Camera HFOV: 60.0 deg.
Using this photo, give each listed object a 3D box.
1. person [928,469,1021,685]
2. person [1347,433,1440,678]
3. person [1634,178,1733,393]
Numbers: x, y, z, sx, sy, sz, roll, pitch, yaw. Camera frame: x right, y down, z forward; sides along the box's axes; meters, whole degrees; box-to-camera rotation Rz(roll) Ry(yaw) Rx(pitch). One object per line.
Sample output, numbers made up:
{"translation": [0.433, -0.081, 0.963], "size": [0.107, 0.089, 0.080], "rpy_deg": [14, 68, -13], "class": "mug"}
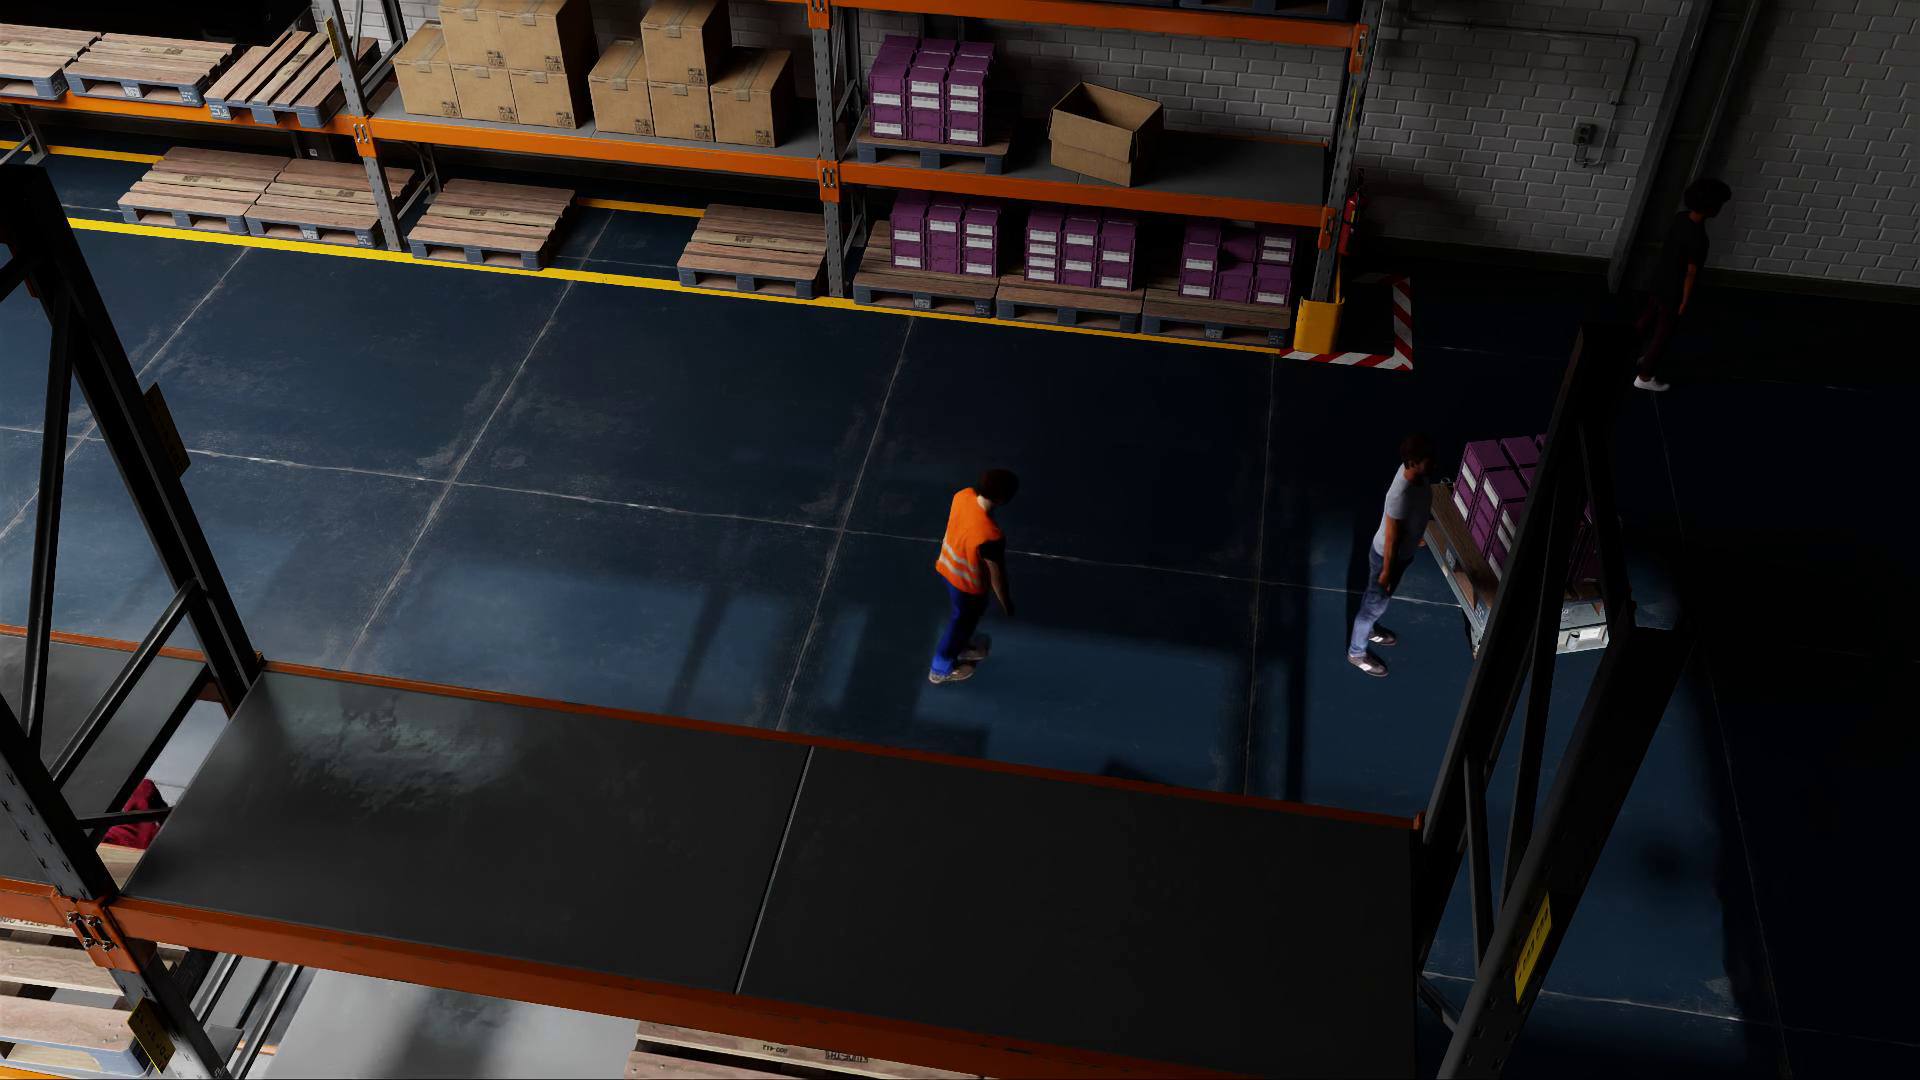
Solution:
{"translation": [-0.012, 0.252, 10.403], "size": [0.935, 1.841, 0.888], "rpy_deg": [-24, 49, -23], "class": "person"}
{"translation": [2.750, 0.066, 10.580], "size": [0.634, 1.866, 0.680], "rpy_deg": [18, 47, 18], "class": "person"}
{"translation": [5.494, -1.982, 12.792], "size": [0.635, 1.780, 0.680], "rpy_deg": [-3, 44, -3], "class": "person"}
